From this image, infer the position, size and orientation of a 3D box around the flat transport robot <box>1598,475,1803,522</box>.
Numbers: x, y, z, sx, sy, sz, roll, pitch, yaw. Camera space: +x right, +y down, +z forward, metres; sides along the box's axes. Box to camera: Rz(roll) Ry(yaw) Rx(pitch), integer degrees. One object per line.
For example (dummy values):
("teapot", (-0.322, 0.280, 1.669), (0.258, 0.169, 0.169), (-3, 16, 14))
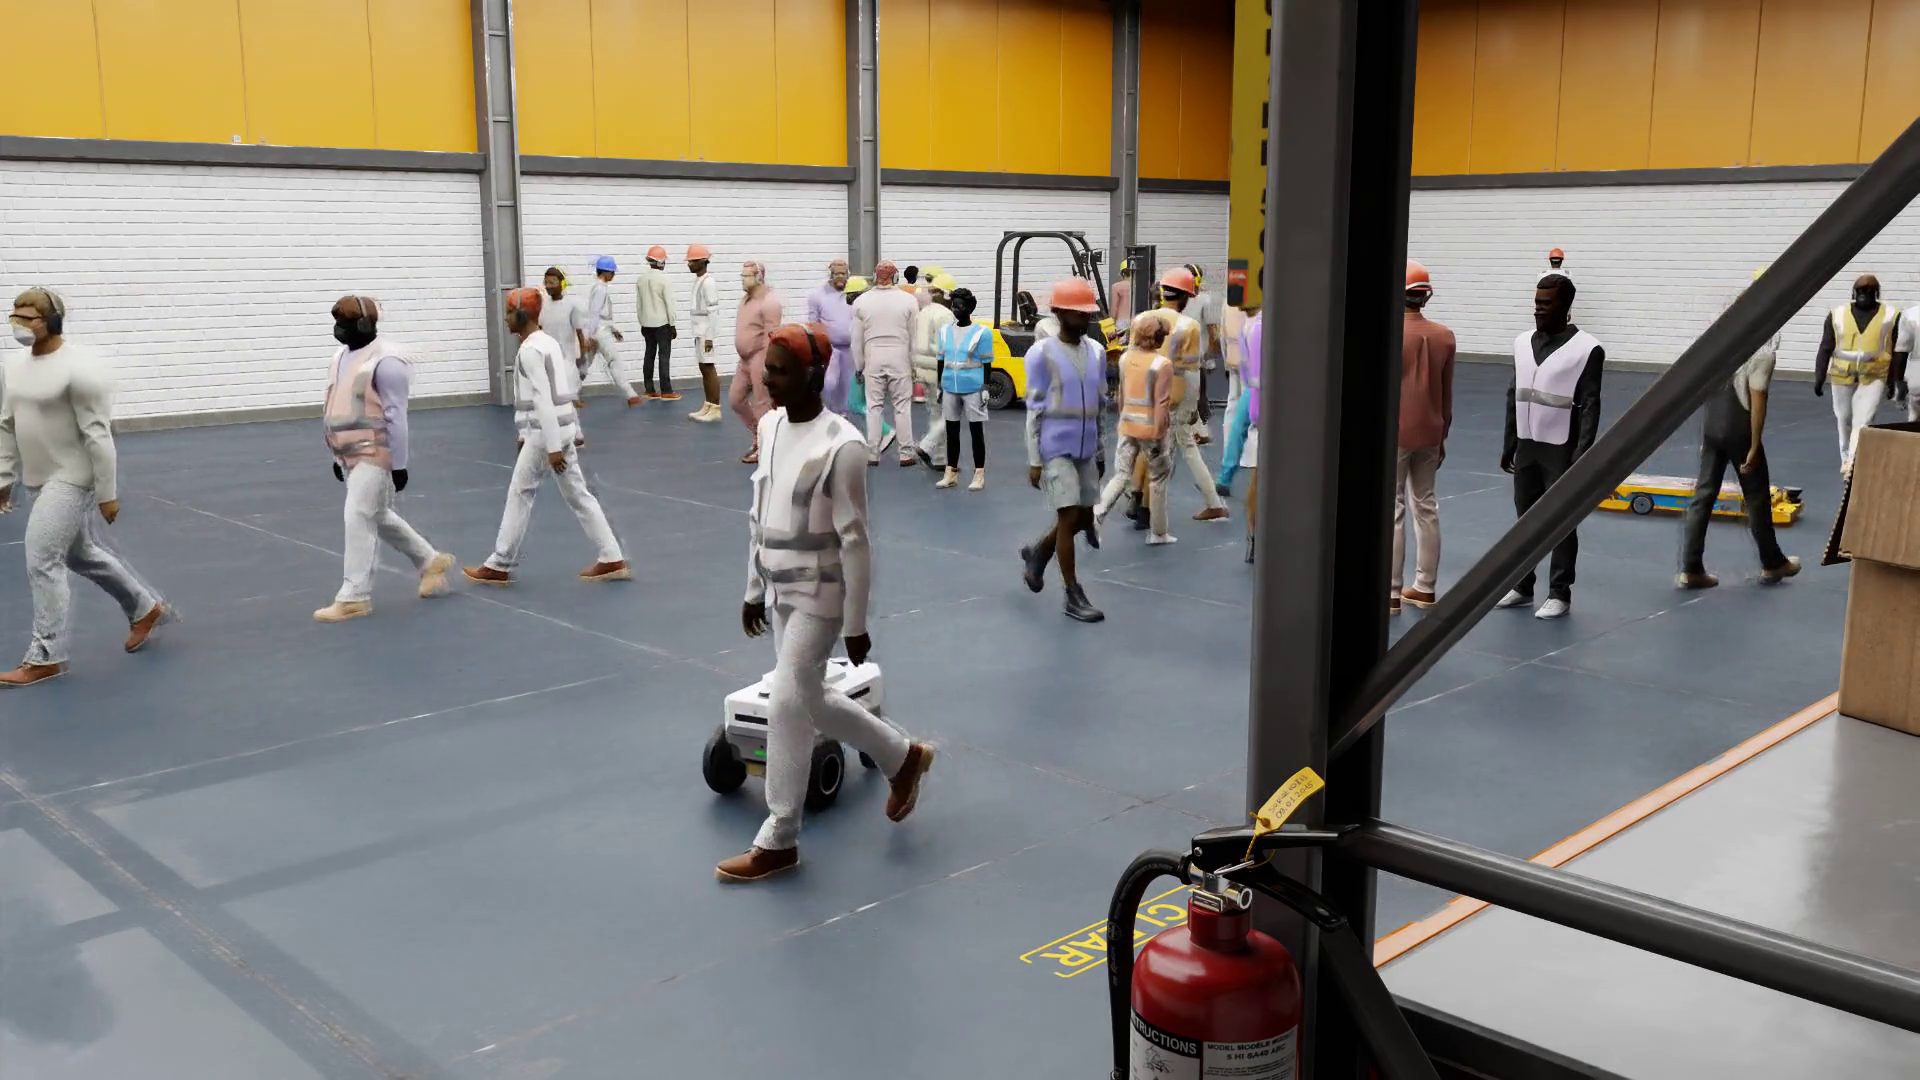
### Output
("flat transport robot", (5.653, -0.335, 12.797), (1.431, 0.197, 0.652), (7, 12, 32))

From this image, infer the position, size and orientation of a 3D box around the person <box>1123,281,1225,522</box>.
("person", (1.617, -1.043, 12.513), (1.000, 1.799, 0.515), (8, 13, 38))

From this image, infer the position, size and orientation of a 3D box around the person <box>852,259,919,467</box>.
("person", (-0.664, -1.624, 15.367), (0.637, 1.910, 0.403), (1, 10, 6))

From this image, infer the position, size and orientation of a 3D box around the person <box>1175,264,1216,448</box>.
("person", (2.306, -1.851, 16.780), (0.604, 1.841, 0.502), (-3, 11, -17))

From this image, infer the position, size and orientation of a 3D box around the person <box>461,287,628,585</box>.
("person", (-2.527, -0.622, 10.149), (1.003, 1.827, 0.602), (0, 10, 2))

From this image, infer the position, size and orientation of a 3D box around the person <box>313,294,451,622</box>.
("person", (-3.307, -0.487, 9.440), (0.634, 1.814, 0.857), (10, 14, 43))

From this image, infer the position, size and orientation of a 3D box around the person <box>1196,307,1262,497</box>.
("person", (2.345, -1.203, 13.415), (0.894, 1.793, 0.581), (-2, 11, -10))

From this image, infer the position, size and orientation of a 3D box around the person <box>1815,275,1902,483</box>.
("person", (7.890, -1.431, 14.635), (0.644, 1.795, 0.973), (7, 13, 34))

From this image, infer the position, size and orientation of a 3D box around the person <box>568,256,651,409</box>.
("person", (-4.399, -2.528, 20.385), (1.061, 1.880, 0.604), (-5, 11, -24))

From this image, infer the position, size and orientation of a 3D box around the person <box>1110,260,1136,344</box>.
("person", (2.467, -3.263, 24.689), (0.533, 1.767, 0.327), (-3, 11, -17))

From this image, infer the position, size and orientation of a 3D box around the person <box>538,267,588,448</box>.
("person", (-3.985, -1.750, 16.306), (0.540, 1.819, 0.976), (5, 11, 25))

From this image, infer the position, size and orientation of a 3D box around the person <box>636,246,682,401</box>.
("person", (-3.906, -2.800, 21.534), (0.622, 1.993, 0.382), (7, 12, 32))

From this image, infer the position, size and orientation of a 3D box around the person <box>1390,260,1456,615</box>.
("person", (2.506, -0.577, 9.417), (0.614, 1.993, 0.395), (-5, 11, -25))

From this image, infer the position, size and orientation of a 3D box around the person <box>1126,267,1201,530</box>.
("person", (1.470, -1.018, 12.072), (0.576, 1.901, 0.500), (9, 14, 40))

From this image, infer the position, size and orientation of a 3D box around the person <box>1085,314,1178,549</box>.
("person", (1.188, -0.723, 11.268), (0.760, 1.608, 0.519), (-9, 14, -42))

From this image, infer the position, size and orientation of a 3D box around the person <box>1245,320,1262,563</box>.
("person", (2.130, -0.806, 10.868), (0.627, 1.915, 0.566), (-7, 13, -34))

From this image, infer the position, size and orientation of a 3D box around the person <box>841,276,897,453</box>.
("person", (-0.891, -1.639, 15.871), (0.497, 1.746, 0.550), (2, 11, 10))

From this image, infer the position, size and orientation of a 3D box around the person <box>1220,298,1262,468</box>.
("person", (2.638, -1.621, 15.292), (0.366, 1.926, 0.594), (-6, 12, -29))

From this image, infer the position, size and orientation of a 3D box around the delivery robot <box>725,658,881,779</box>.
("delivery robot", (-0.600, 0.638, 6.461), (0.477, 0.478, 0.707), (5, 12, 26))

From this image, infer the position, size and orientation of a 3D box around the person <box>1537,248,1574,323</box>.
("person", (9.294, -3.591, 26.035), (0.542, 1.929, 0.369), (3, 11, 18))

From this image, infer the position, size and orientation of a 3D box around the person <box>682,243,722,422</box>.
("person", (-2.958, -2.365, 19.039), (0.395, 2.038, 0.615), (-4, 11, -21))

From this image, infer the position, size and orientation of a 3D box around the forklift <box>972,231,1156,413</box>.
("forklift", (1.222, -2.721, 20.561), (2.313, 2.155, 1.214), (2, 11, 13))

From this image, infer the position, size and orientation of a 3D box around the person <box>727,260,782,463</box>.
("person", (-1.925, -1.662, 15.589), (0.432, 1.894, 0.670), (-7, 13, -34))

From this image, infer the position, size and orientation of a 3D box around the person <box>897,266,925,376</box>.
("person", (-0.733, -3.208, 24.597), (0.530, 1.689, 0.322), (5, 11, 24))

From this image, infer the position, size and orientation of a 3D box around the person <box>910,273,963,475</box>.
("person", (-0.194, -1.452, 14.727), (0.483, 1.796, 0.635), (-5, 11, -24))

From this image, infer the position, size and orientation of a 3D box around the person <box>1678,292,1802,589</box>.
("person", (4.766, -0.608, 10.088), (0.927, 1.799, 0.533), (-5, 11, -25))

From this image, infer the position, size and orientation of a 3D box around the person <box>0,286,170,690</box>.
("person", (-4.340, -0.294, 8.148), (0.633, 1.902, 0.975), (6, 12, 30))

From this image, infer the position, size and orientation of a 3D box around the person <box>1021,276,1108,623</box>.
("person", (0.571, -0.525, 9.365), (0.547, 1.915, 0.755), (-7, 13, -34))

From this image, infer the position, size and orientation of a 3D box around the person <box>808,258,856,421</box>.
("person", (-1.267, -2.011, 17.526), (0.643, 1.886, 0.438), (-3, 11, -18))

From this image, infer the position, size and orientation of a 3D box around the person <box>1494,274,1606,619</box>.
("person", (3.305, -0.524, 9.335), (0.391, 1.920, 0.587), (-6, 12, -31))

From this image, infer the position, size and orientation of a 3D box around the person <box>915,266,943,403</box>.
("person", (-0.314, -2.617, 21.251), (0.532, 1.732, 0.786), (7, 12, 33))

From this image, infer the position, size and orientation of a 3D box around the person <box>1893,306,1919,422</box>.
("person", (7.865, -1.258, 13.339), (0.619, 1.901, 1.033), (10, 14, 42))

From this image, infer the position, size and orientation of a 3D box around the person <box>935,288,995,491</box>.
("person", (0.027, -1.259, 13.952), (0.539, 1.696, 0.317), (5, 12, 27))

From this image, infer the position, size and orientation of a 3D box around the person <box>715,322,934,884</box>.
("person", (-0.446, 0.190, 5.619), (0.838, 1.861, 0.577), (-6, 12, -31))

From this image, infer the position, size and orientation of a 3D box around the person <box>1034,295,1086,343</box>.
("person", (0.934, -1.568, 15.837), (0.541, 1.615, 0.520), (-2, 11, -11))

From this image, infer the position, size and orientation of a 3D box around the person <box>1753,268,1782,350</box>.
("person", (9.867, -2.482, 20.541), (0.508, 1.709, 0.798), (4, 11, 20))
